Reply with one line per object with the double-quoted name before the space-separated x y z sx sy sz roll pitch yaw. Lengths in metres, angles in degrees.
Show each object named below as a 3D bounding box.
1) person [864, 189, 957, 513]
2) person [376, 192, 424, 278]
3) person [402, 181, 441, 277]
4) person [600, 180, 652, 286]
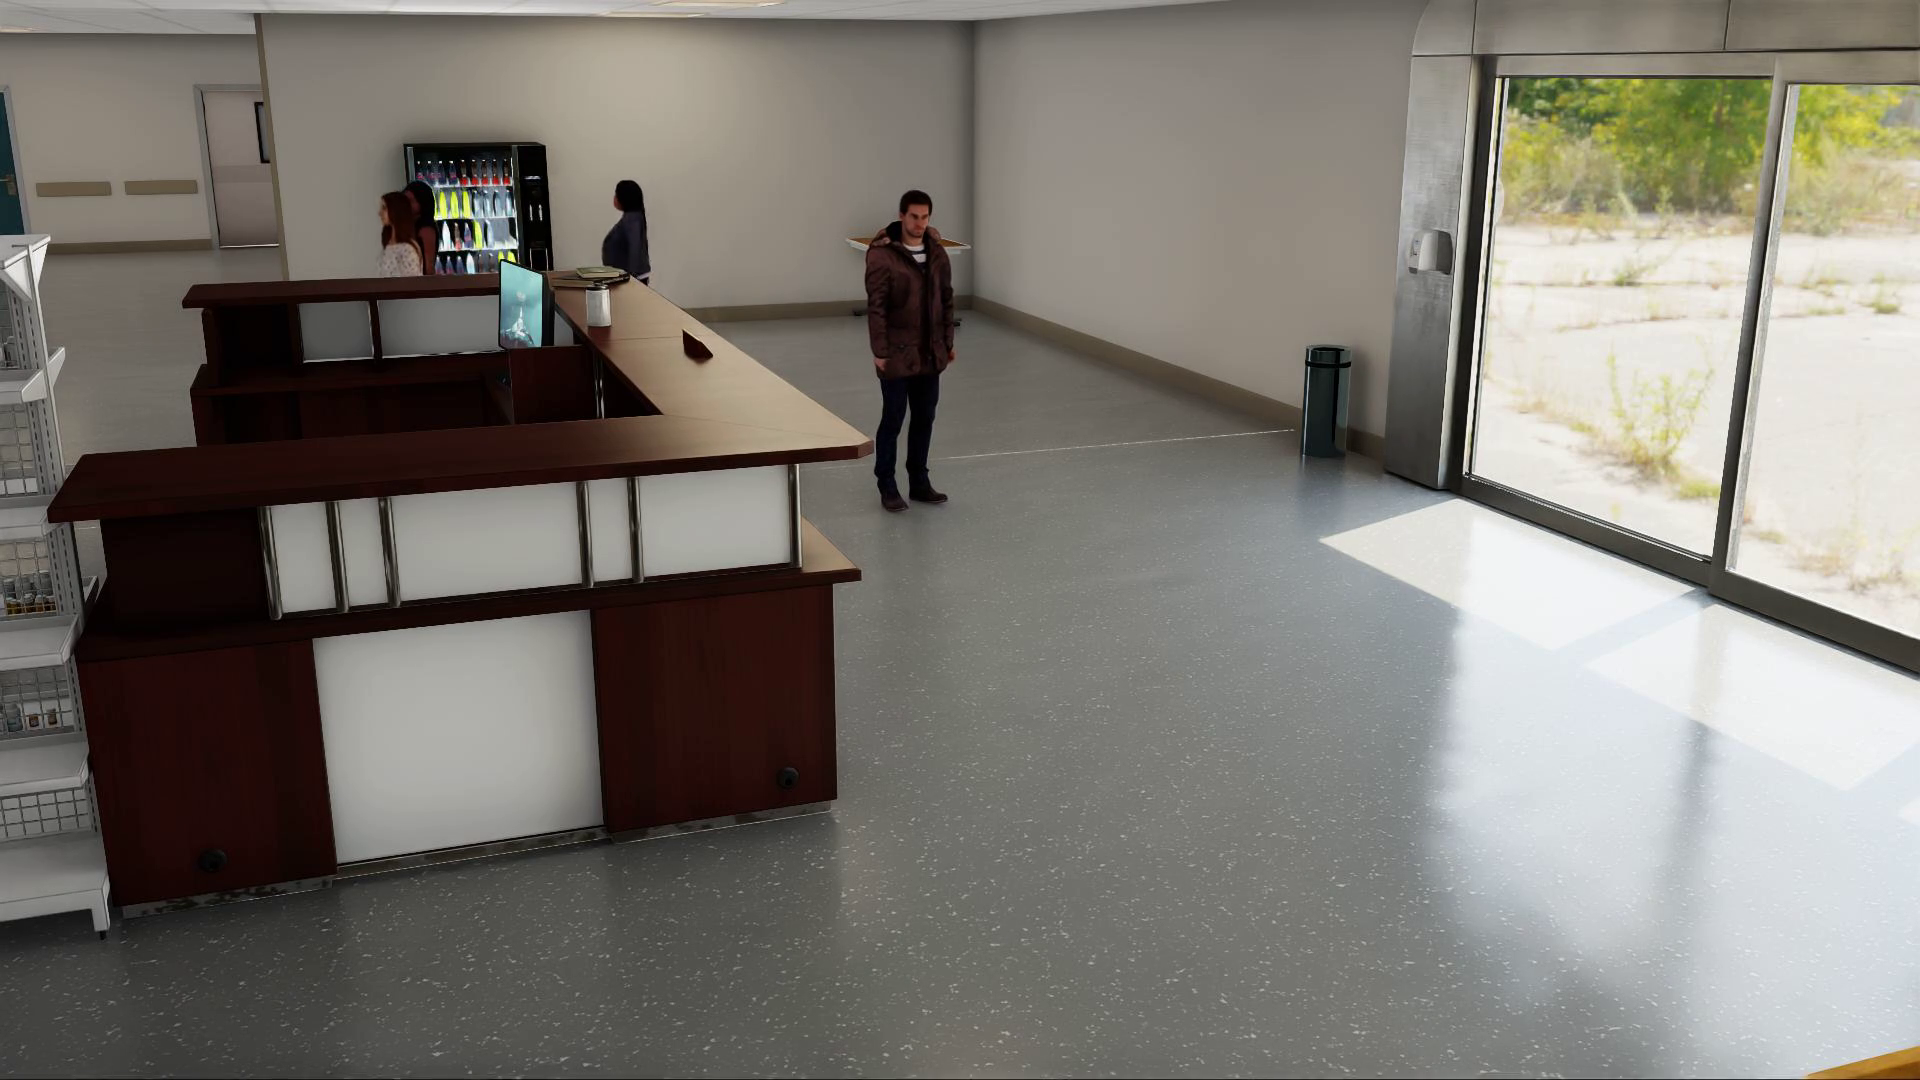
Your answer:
"person" -0.296 -1.107 9.678 0.733 1.844 0.895 -12 20 -36
"person" -3.636 -1.446 11.123 1.038 1.714 0.751 -11 19 -34
"person" -3.820 -1.731 12.139 1.151 1.711 0.767 -8 18 -26
"person" -2.746 -2.266 14.290 1.011 1.573 0.745 -3 16 -12
